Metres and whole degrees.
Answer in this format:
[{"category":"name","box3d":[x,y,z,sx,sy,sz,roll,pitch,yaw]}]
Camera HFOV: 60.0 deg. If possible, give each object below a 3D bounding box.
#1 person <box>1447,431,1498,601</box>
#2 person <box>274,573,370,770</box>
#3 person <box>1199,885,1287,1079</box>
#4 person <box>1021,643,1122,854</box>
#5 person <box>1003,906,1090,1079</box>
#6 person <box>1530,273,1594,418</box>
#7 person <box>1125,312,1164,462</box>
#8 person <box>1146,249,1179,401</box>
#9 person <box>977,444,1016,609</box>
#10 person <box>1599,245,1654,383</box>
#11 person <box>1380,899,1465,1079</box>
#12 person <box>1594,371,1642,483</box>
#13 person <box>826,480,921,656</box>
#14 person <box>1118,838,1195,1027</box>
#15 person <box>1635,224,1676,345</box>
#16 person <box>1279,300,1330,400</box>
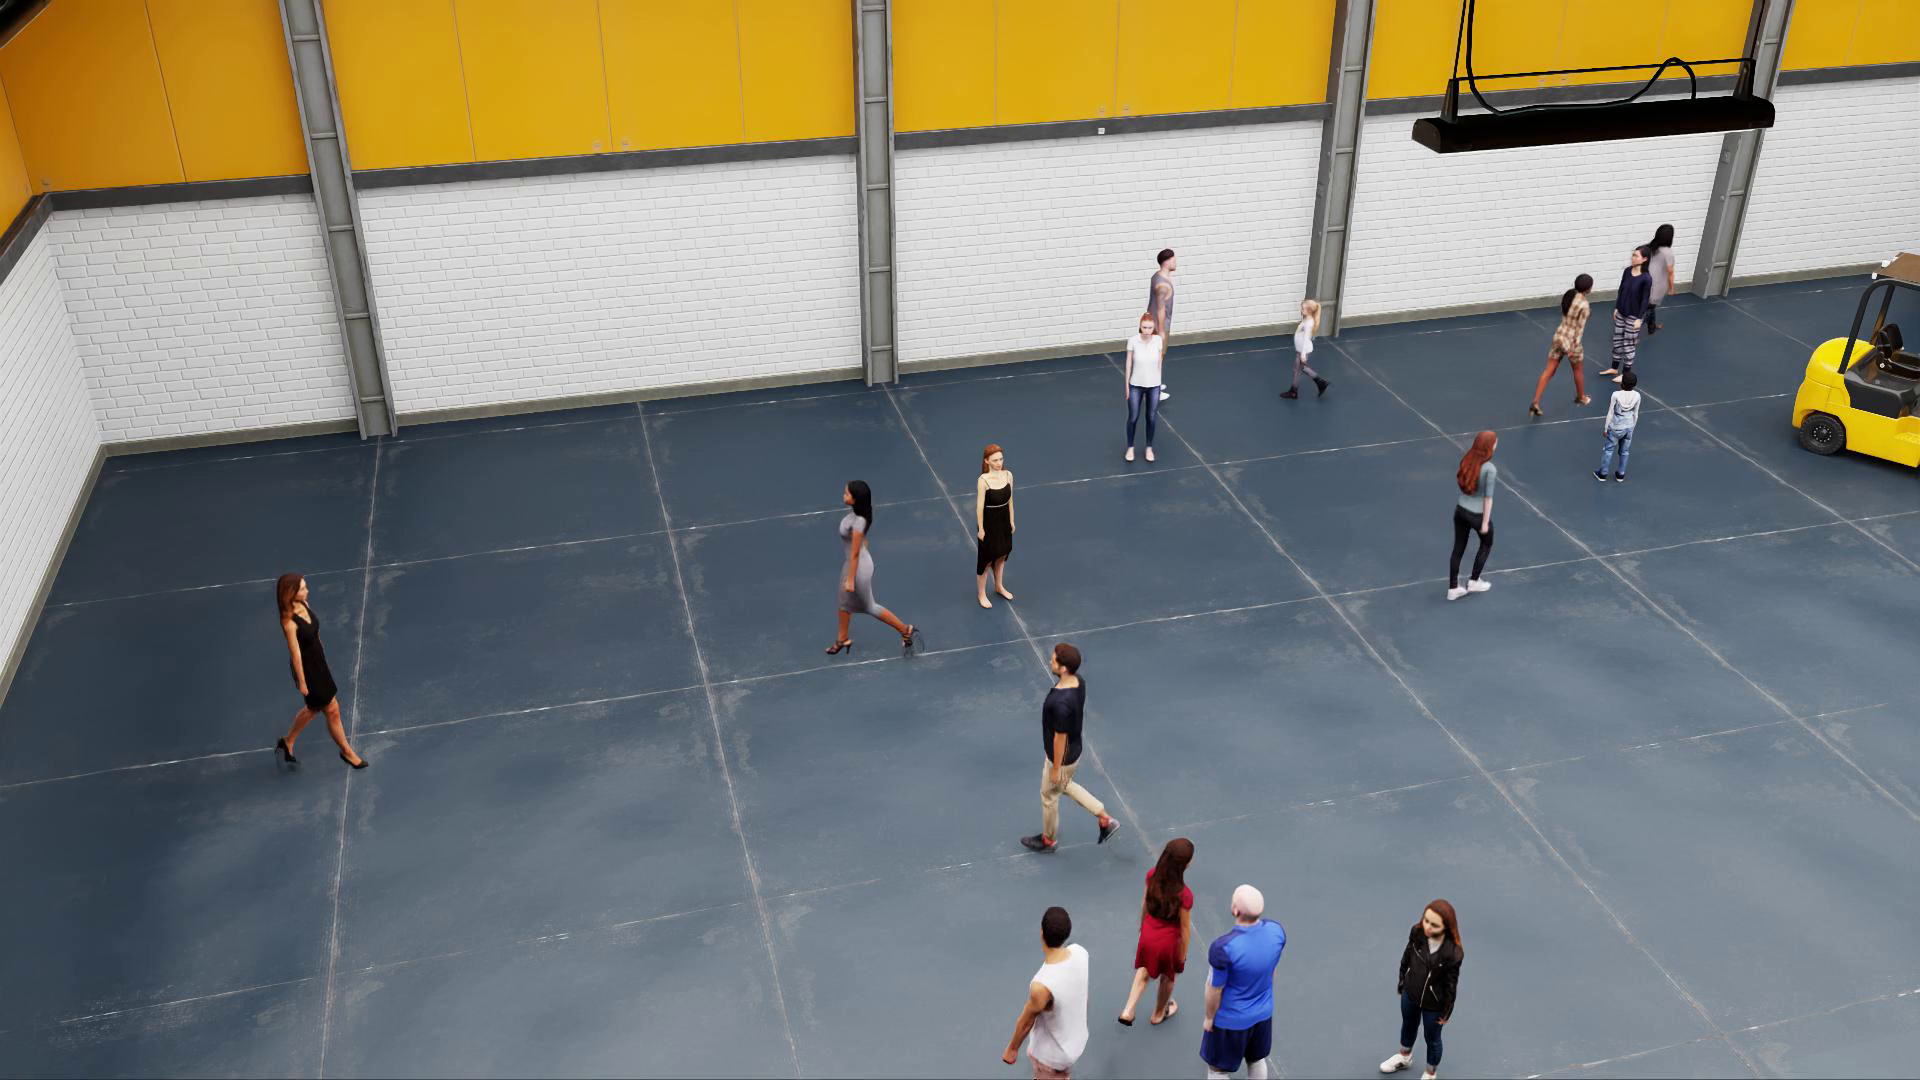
[{"category":"person","box3d":[4.778,-0.204,15.706,0.786,1.730,0.709,-15,32,-26]},{"category":"person","box3d":[-5.251,1.080,13.262,1.004,1.817,0.706,-2,29,-3]},{"category":"person","box3d":[1.690,2.833,10.025,0.581,1.839,0.777,-14,32,-24]},{"category":"person","box3d":[0.848,1.596,12.293,1.092,1.839,0.953,8,30,15]},{"category":"person","box3d":[0.644,2.993,9.813,0.866,1.761,0.800,15,32,26]},{"category":"person","box3d":[7.002,-2.221,19.411,1.173,1.723,0.720,-13,31,-22]},{"category":"person","box3d":[2.044,-1.703,18.447,0.521,1.737,0.657,-1,29,-2]},{"category":"person","box3d":[2.357,-2.581,19.781,0.637,1.840,0.668,-1,29,-2]},{"category":"person","box3d":[0.323,-0.159,15.733,0.606,1.625,0.703,-19,34,-30]},{"category":"person","box3d":[8.253,-2.798,20.458,0.543,1.734,0.622,-11,30,-19]},{"category":"person","box3d":[2.928,2.827,10.410,0.614,1.481,0.620,-21,35,-34]},{"category":"person","box3d":[7.184,-1.236,18.091,0.490,1.258,0.586,1,29,2]},{"category":"person","box3d":[-0.800,0.303,14.757,1.124,1.749,0.714,-3,29,-5]},{"category":"person","box3d":[1.277,2.602,10.765,0.808,1.535,0.904,20,35,33]},{"category":"person","box3d":[8.892,-3.273,21.501,1.095,1.569,0.783,-14,32,-24]},{"category":"person","box3d":[4.195,-2.273,19.985,0.867,1.265,0.716,7,29,12]}]
